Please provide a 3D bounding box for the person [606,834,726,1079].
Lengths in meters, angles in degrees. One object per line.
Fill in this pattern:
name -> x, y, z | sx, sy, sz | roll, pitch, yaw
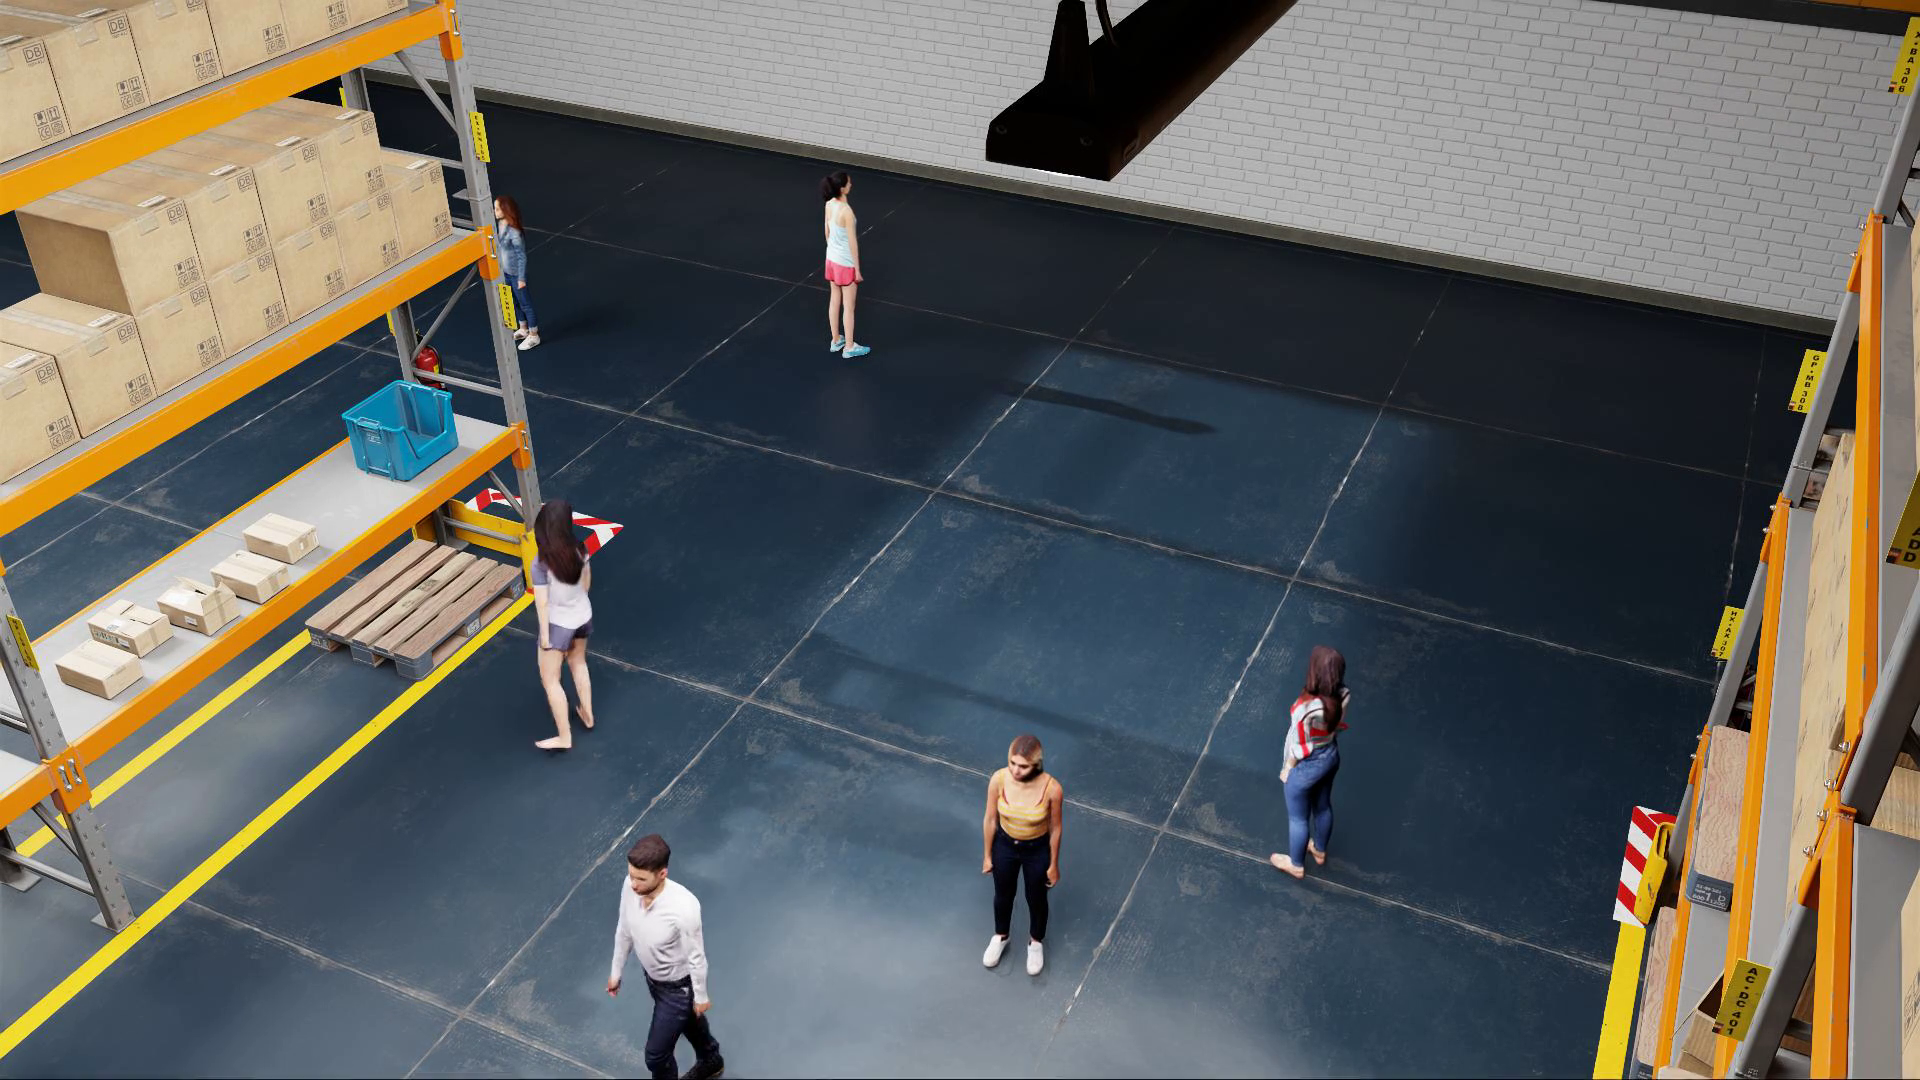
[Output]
person -> -1.350, 2.097, 8.209 | 1.036, 1.845, 0.846 | -27, 42, -34

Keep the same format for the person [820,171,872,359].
person -> -1.068, -2.536, 15.252 | 0.701, 1.764, 0.676 | -23, 40, -31

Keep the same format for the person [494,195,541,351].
person -> -4.130, -2.497, 15.454 | 0.631, 1.475, 0.638 | -24, 41, -32

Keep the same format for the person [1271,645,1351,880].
person -> 2.052, 1.282, 9.645 | 0.603, 1.611, 0.727 | -22, 39, -29

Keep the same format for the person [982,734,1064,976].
person -> 0.344, 1.688, 9.020 | 0.608, 1.627, 0.548 | 9, 35, 13

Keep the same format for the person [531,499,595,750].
person -> -2.535, 0.554, 10.692 | 0.901, 1.666, 0.551 | 11, 35, 16
